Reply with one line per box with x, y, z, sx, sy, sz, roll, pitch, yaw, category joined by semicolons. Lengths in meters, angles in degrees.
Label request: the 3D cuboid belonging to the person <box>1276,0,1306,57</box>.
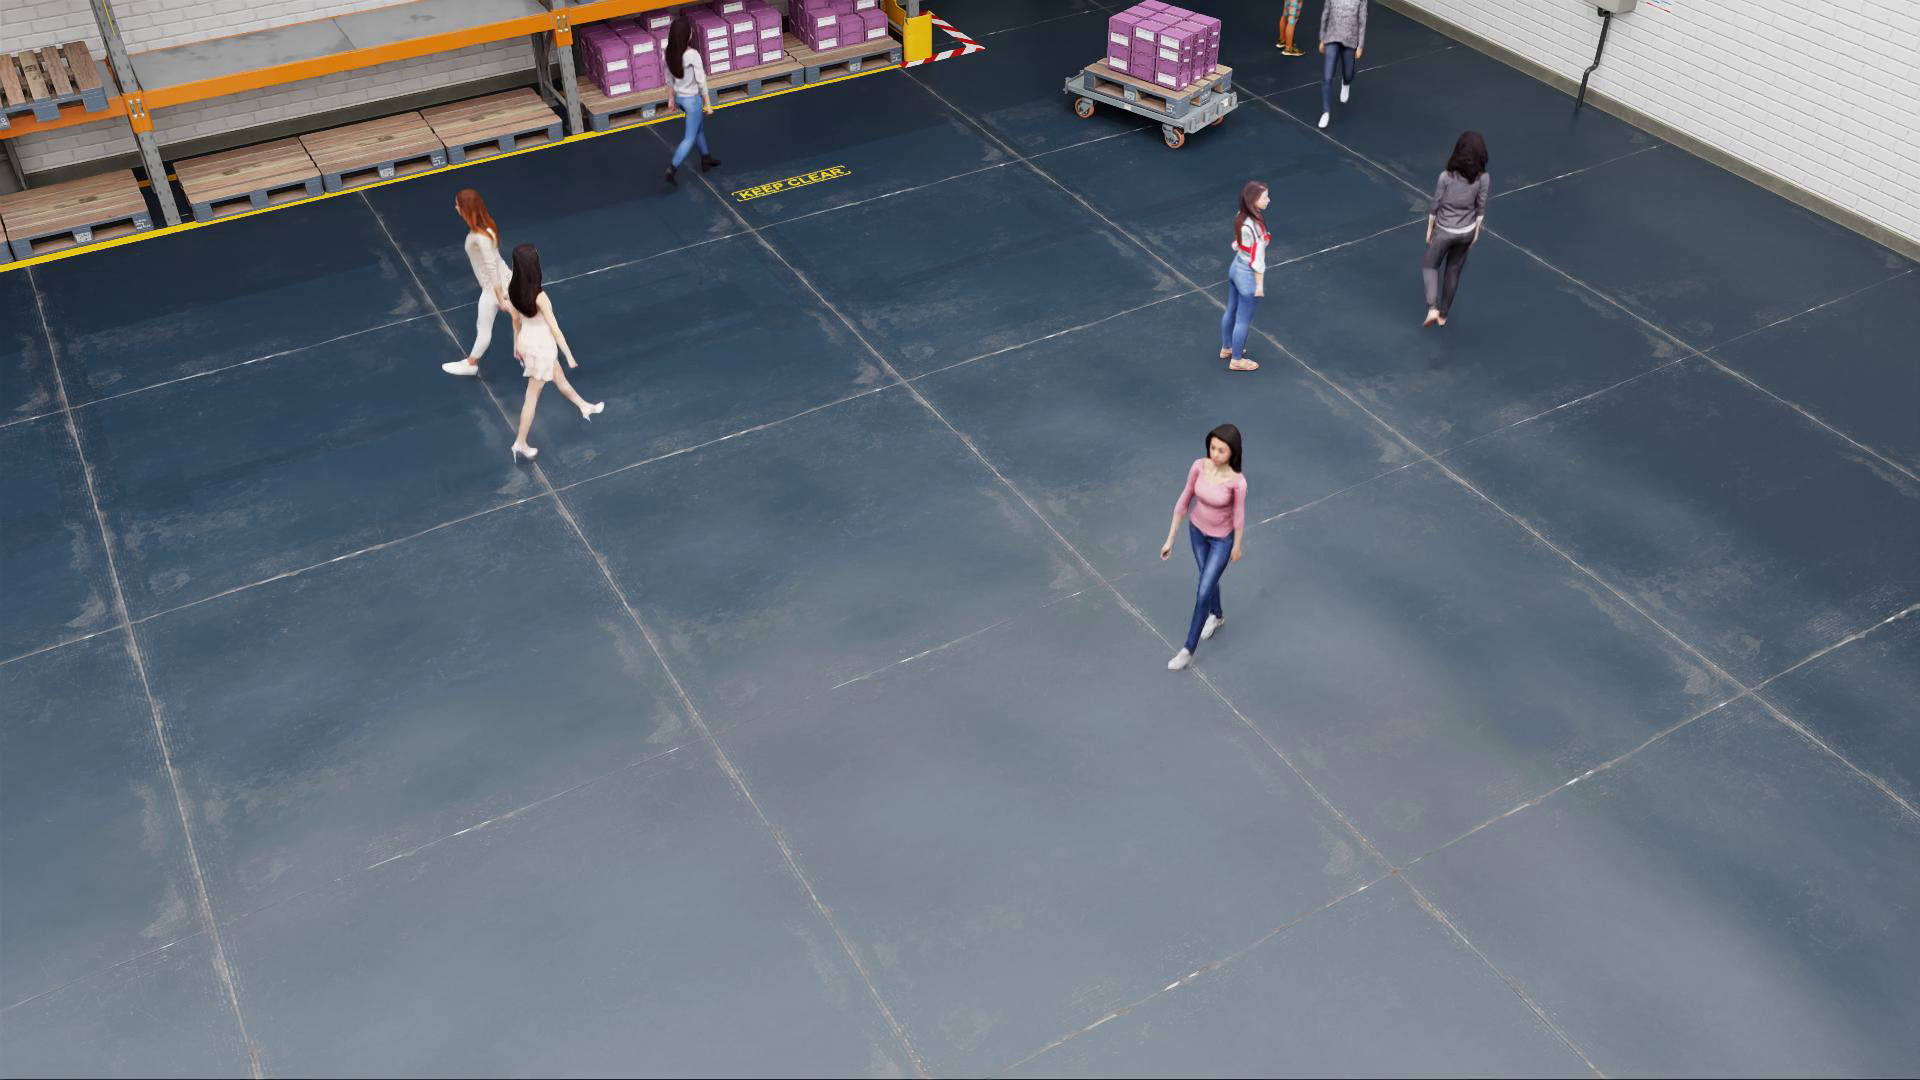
3.741;-6.183;18.579;0.595;1.461;0.593;-4;39;-6;person

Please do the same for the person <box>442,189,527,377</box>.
-3.587;-2.008;13.200;1.189;1.652;0.907;-4;39;-5;person

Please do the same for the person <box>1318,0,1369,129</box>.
3.941;-5.149;17.084;0.990;1.711;1.087;13;41;16;person

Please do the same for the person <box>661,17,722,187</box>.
-2.645;-4.155;15.929;0.860;1.600;1.134;28;46;30;person

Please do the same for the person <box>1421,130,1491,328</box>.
4.078;-2.487;13.723;0.850;1.746;0.890;5;39;6;person

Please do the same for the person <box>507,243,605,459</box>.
-3.197;-1.335;12.335;0.843;1.679;1.162;31;48;33;person

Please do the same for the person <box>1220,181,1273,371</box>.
2.296;-2.134;13.389;0.599;1.612;0.638;-9;39;-11;person

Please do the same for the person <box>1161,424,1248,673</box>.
1.655;-0.050;10.691;0.734;1.722;1.010;31;48;33;person
